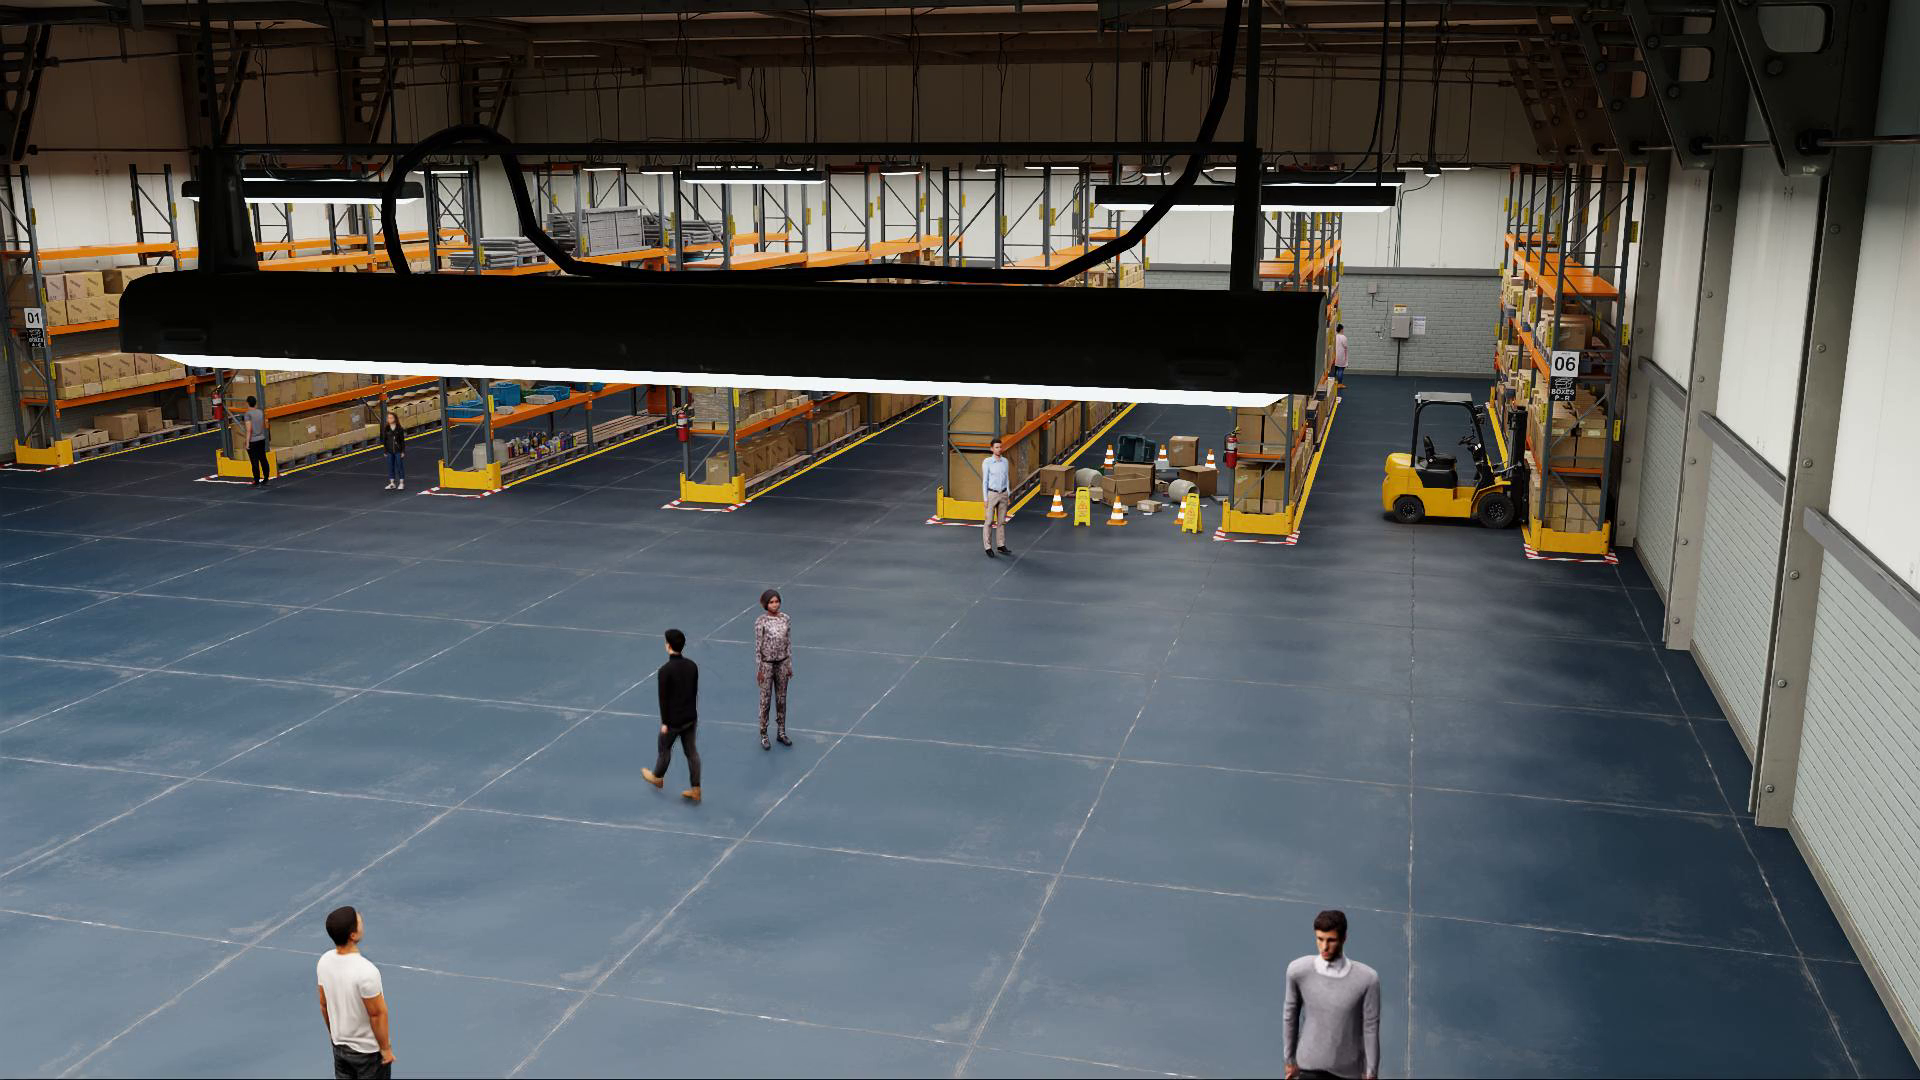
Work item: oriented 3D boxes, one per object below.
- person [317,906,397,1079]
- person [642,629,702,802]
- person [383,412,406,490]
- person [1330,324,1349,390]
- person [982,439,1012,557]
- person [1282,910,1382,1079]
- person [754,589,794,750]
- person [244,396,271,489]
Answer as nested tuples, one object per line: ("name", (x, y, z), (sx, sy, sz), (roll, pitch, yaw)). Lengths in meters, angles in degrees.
("person", (-3.681, 3.079, 10.146), (0.676, 1.804, 0.598), (6, 14, 25))
("person", (-2.695, 1.735, 16.197), (1.048, 1.692, 1.093), (12, 18, 43))
("person", (-10.702, -1.698, 31.486), (0.589, 1.484, 0.536), (2, 13, 7))
("person", (10.278, -5.000, 45.171), (0.821, 1.742, 0.797), (-11, 17, -39))
("person", (0.575, -0.693, 26.343), (0.753, 1.846, 0.810), (-7, 15, -28))
("person", (2.229, 3.082, 9.916), (0.766, 1.901, 1.002), (5, 14, 19))
("person", (-1.993, 1.363, 17.756), (0.683, 1.714, 0.743), (-7, 15, -28))
("person", (-13.426, -1.887, 31.700), (0.682, 1.754, 0.487), (4, 14, 18))
